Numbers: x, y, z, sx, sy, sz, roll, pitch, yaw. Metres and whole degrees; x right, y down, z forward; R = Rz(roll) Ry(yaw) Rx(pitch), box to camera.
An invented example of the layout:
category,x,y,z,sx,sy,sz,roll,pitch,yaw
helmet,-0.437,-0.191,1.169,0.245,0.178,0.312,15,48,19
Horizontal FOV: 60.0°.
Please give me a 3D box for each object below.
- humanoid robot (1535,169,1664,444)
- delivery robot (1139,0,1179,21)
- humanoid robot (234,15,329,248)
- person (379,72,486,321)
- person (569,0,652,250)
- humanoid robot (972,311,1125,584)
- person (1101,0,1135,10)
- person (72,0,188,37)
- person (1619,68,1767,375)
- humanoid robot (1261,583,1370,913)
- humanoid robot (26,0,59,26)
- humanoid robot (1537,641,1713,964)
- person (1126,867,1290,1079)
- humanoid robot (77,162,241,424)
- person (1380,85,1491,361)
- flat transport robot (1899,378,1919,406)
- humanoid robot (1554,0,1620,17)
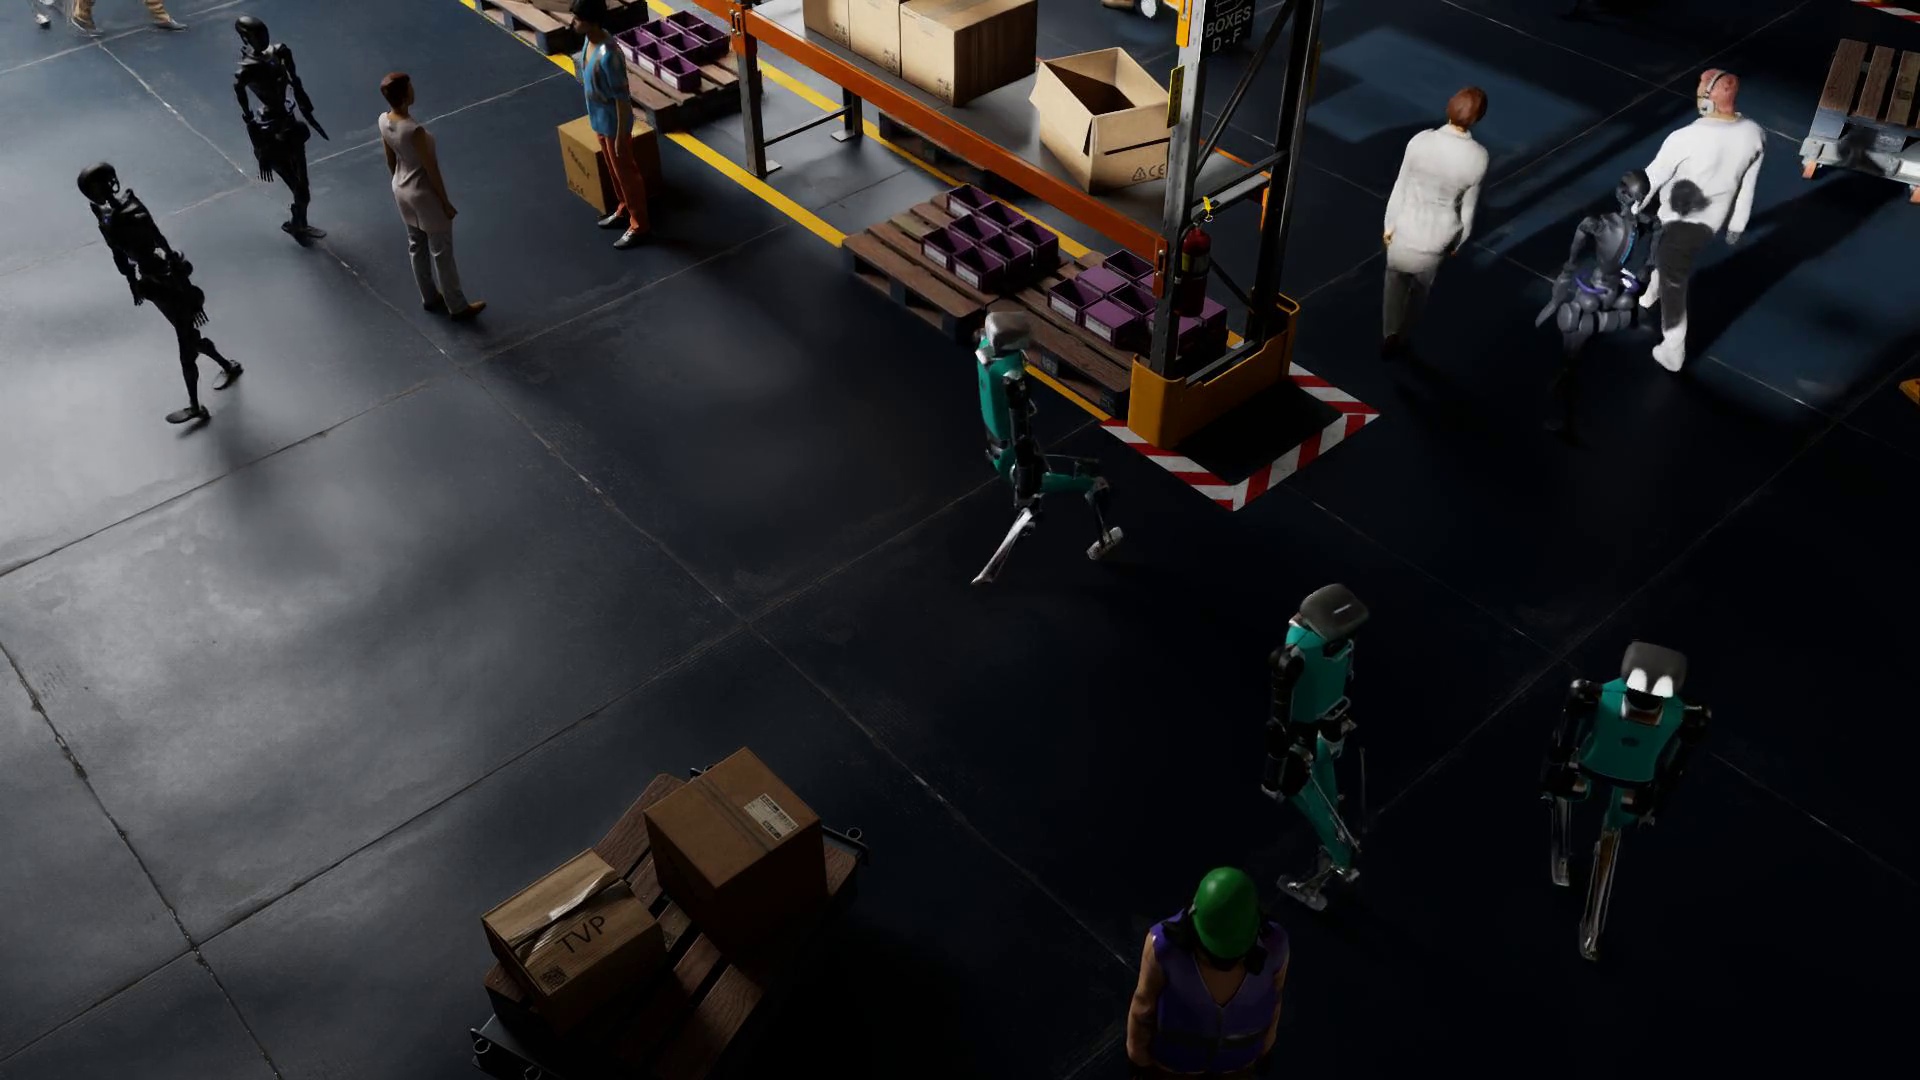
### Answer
category,x,y,z,sx,sy,sz,roll,pitch,yaw
humanoid robot,3.654,-1.391,9.590,0.610,1.630,0.674,-6,43,-6
delivery robot,1.890,-4.542,13.839,0.499,0.614,0.796,-24,48,-24
humanoid robot,-4.493,-2.692,10.983,0.406,1.653,0.589,14,45,15
person,-3.351,-2.141,10.393,0.451,1.658,0.284,25,48,25
person,-2.314,-2.767,10.998,0.303,1.764,0.508,-20,46,-20
humanoid robot,0.504,-0.460,8.566,1.050,1.788,0.530,-14,44,-15
person,1.406,-5.308,13.704,0.346,1.846,0.507,14,44,15
person,-6.934,-4.867,13.320,0.866,1.712,0.565,6,43,6
person,4.367,-1.981,10.080,0.648,1.854,0.965,-12,44,-13
humanoid robot,1.592,1.024,6.962,0.532,1.883,0.743,-33,52,-31
humanoid robot,-7.682,-5.059,13.539,0.580,1.786,0.883,-30,51,-29
humanoid robot,2.713,0.933,7.001,0.540,1.764,0.855,14,45,15
person,0.860,1.777,5.934,0.546,1.930,0.402,-3,43,-3
humanoid robot,-4.657,-1.476,9.680,0.617,1.620,0.675,21,46,21
person,2.797,-1.831,9.946,0.529,1.815,0.536,9,43,10
flat transport robot,6.536,-0.904,10.078,1.431,0.231,0.659,-11,44,-12
humanoid robot,5.314,-5.096,13.609,0.630,1.633,0.609,8,43,9
